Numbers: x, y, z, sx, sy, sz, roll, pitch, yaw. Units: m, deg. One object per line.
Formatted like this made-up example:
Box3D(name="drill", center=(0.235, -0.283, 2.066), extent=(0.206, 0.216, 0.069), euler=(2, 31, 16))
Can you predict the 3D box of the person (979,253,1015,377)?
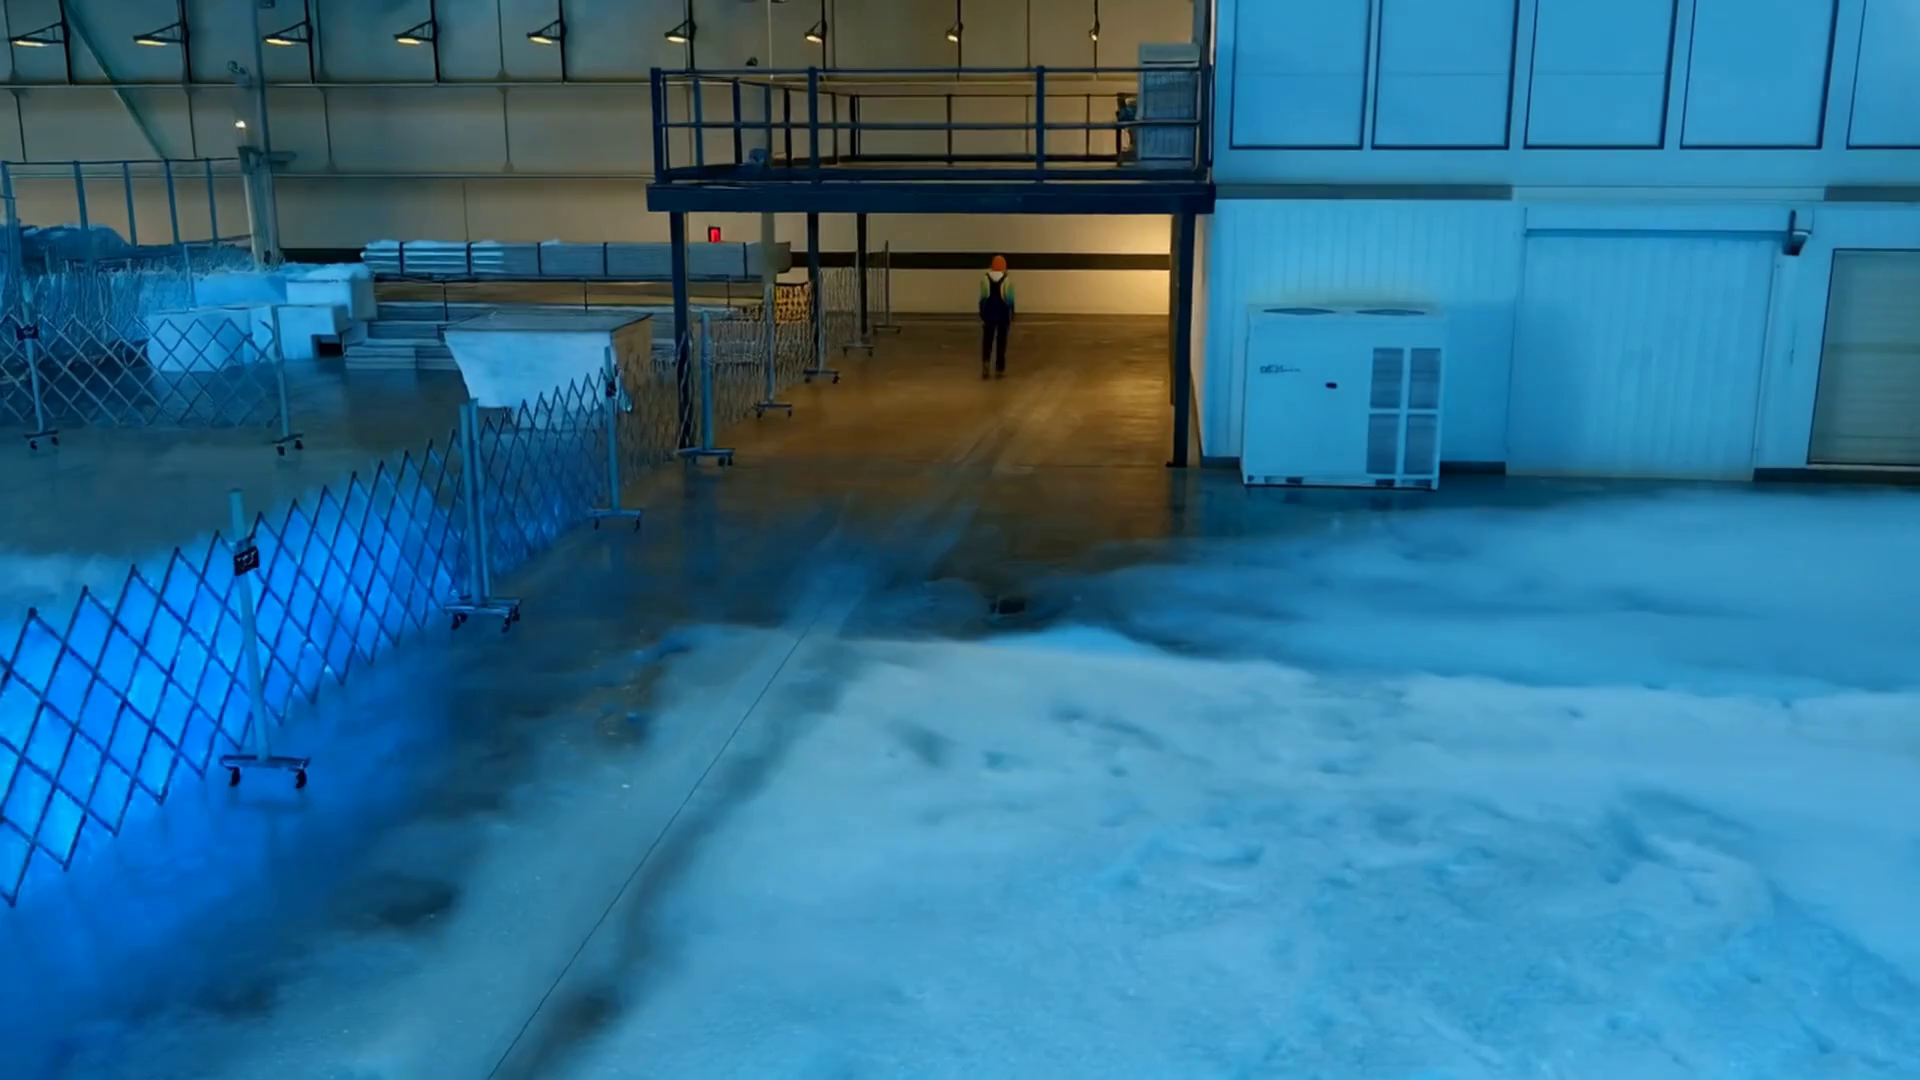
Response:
Box3D(name="person", center=(0.536, -3.284, 24.391), extent=(0.542, 1.834, 0.533), euler=(3, 14, 11))
